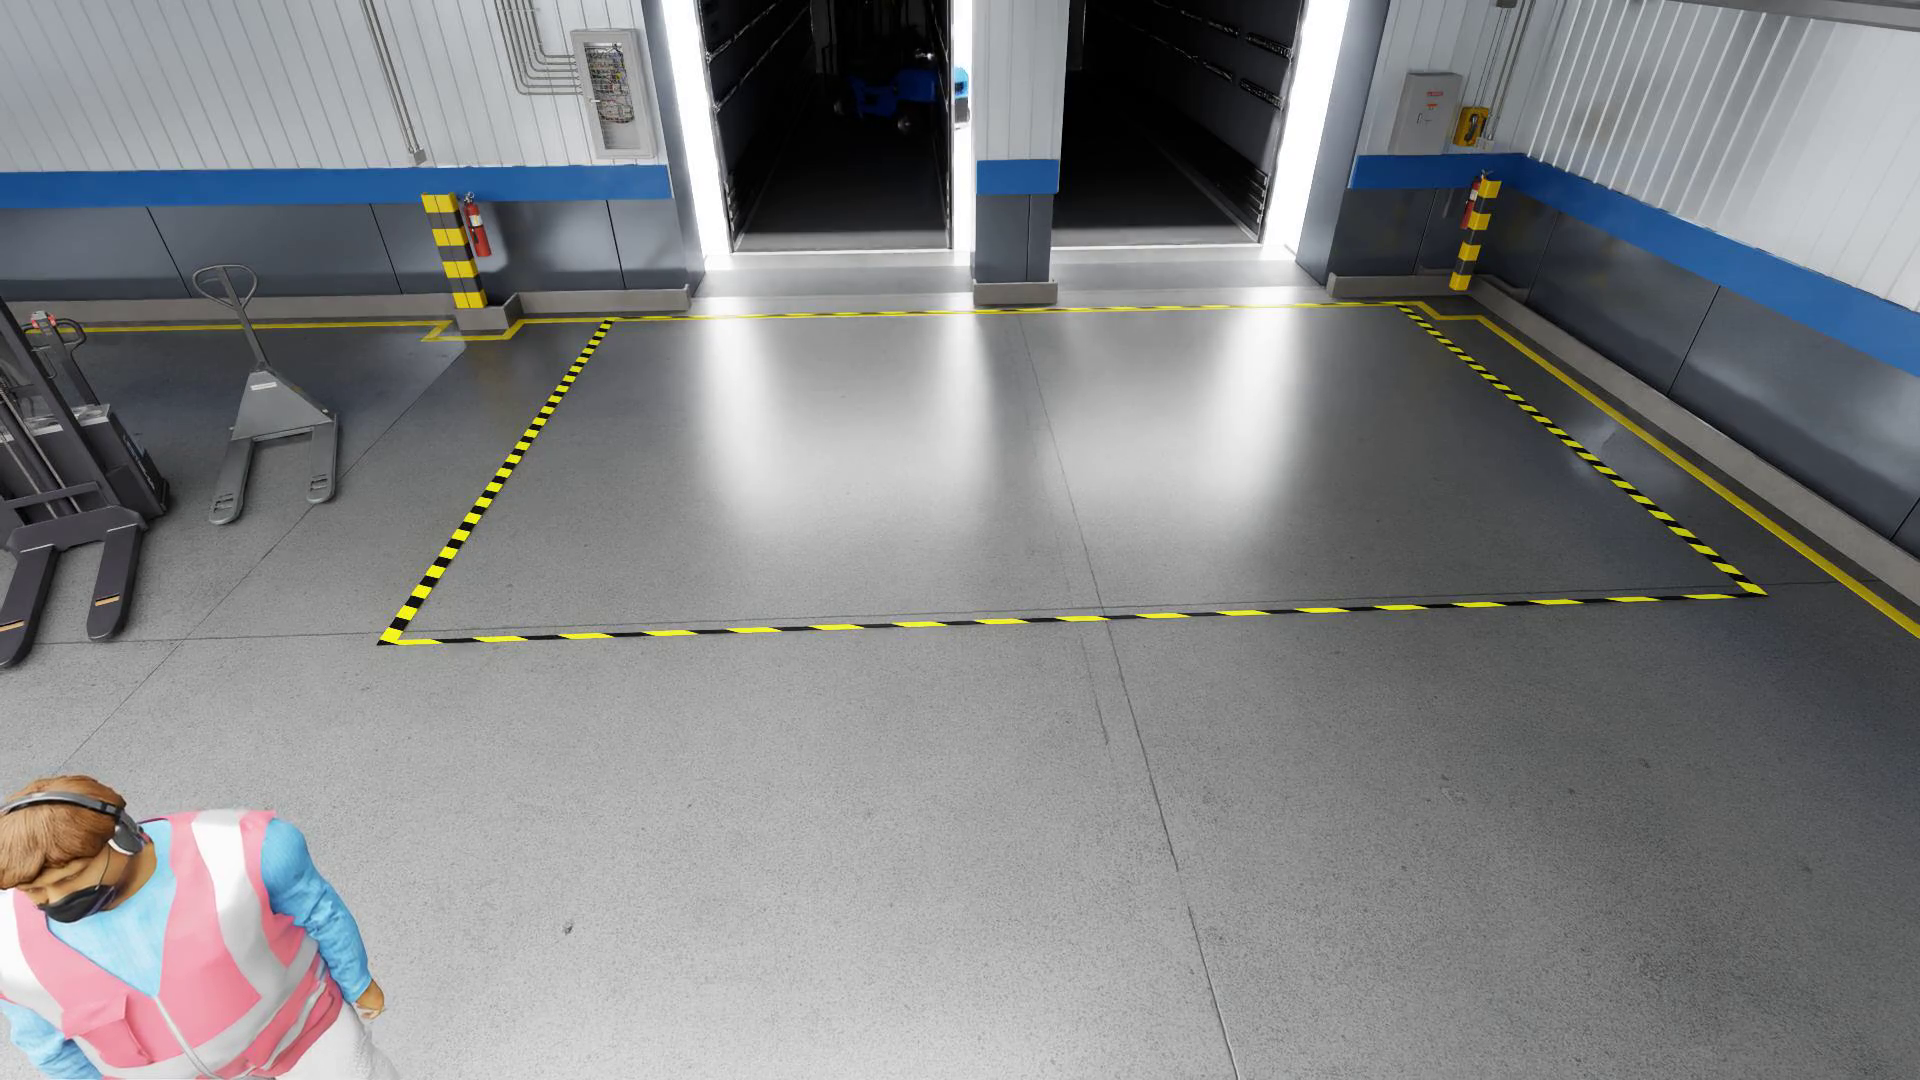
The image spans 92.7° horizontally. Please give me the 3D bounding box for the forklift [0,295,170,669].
[{"bbox_3d":[-5.212,-0.618,4.878,0.823,1.965,1.885,-20,39,-26],"label":"forklift"}]

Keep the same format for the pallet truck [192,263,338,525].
[{"bbox_3d":[-4.778,-1.027,6.128,0.680,1.201,1.601,-17,38,-23],"label":"pallet truck"}]

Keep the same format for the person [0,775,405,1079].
[{"bbox_3d":[-1.825,1.257,2.321,0.632,1.838,0.429,-20,40,-27],"label":"person"}]

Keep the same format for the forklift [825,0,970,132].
[{"bbox_3d":[-1.071,-8.183,15.435,2.680,2.036,1.157,29,44,35],"label":"forklift"}]
